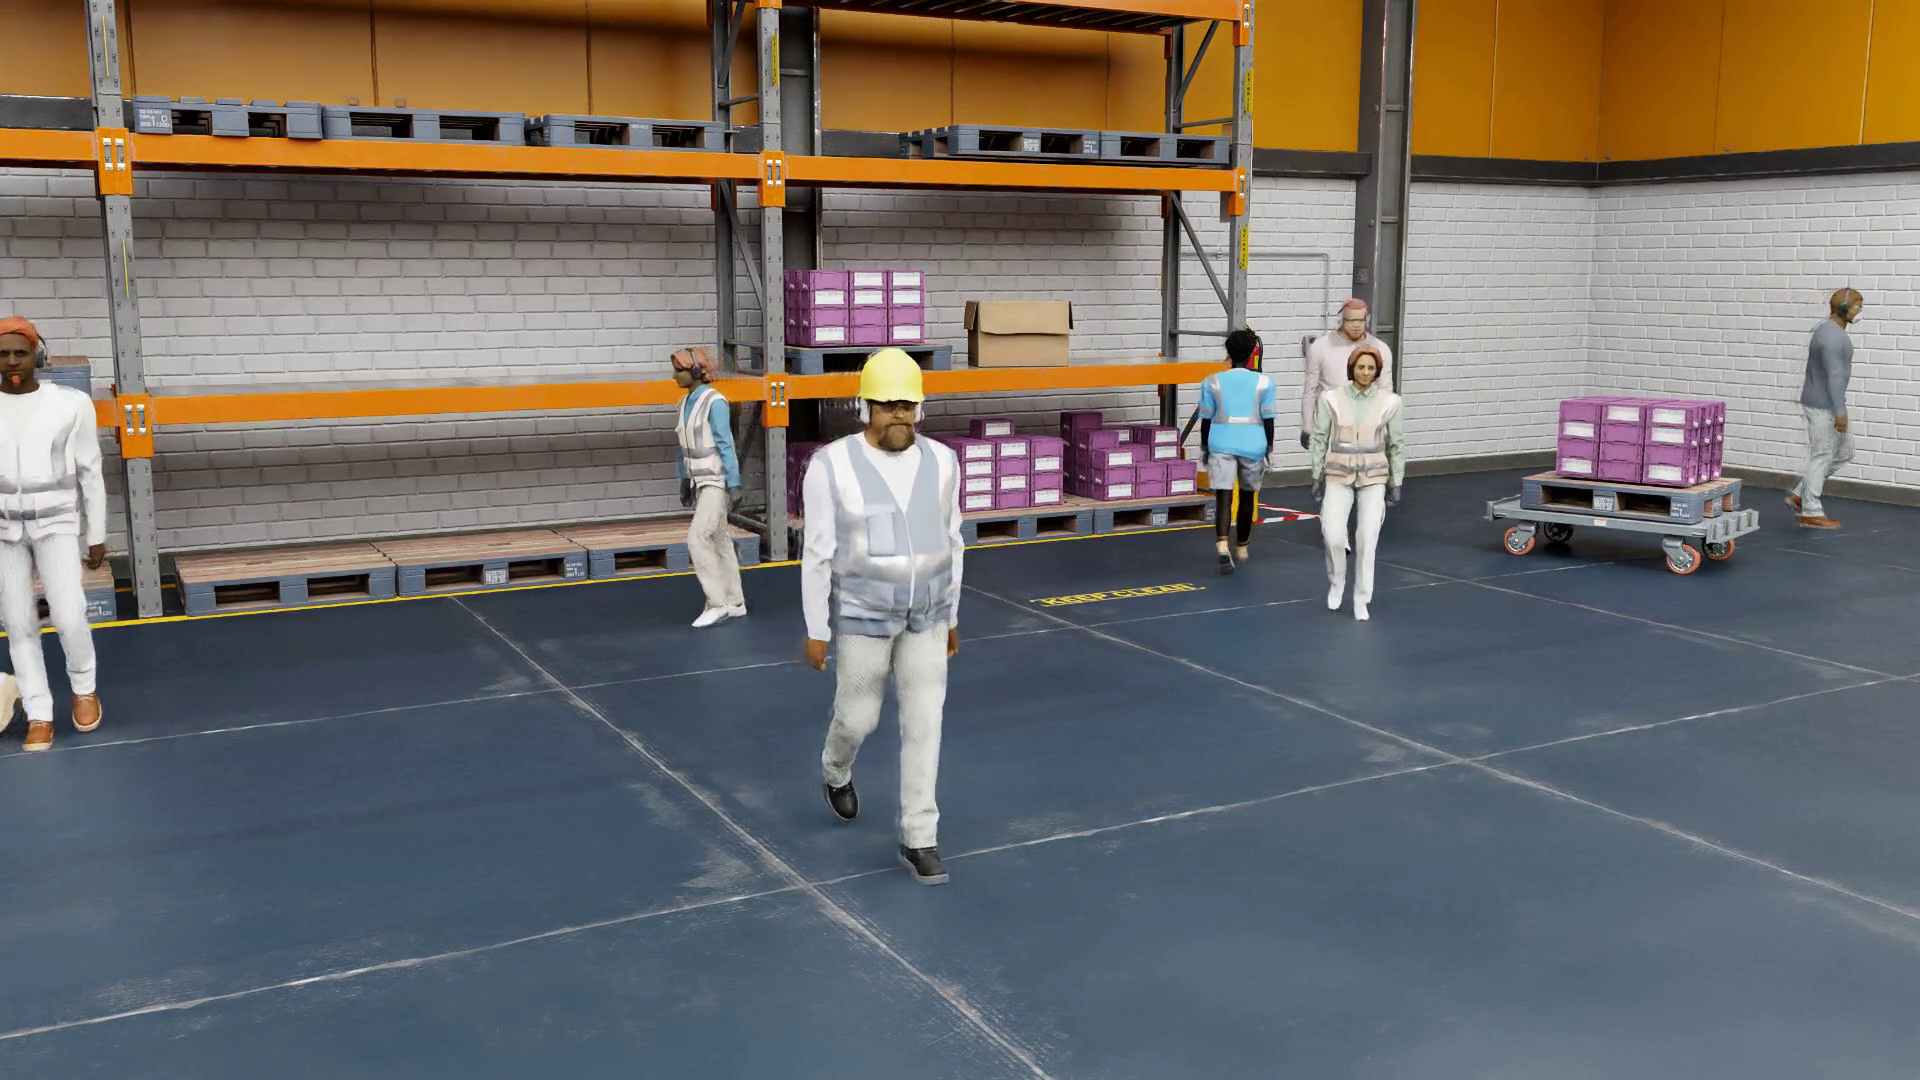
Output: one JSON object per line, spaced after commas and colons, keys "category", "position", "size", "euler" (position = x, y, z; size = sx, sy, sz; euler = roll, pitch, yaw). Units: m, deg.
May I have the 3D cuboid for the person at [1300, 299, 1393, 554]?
{"category": "person", "position": [2.864, -0.856, 12.318], "size": [0.649, 1.852, 1.033], "euler": [0, 9, 0]}

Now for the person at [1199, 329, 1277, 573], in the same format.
{"category": "person", "position": [1.900, -0.613, 11.416], "size": [0.534, 1.662, 0.848], "euler": [1, 9, 8]}

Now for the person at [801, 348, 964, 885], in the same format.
{"category": "person", "position": [-0.273, 0.230, 5.789], "size": [0.602, 1.807, 0.792], "euler": [-4, 10, -23]}

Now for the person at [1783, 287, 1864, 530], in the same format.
{"category": "person", "position": [6.869, -1.031, 13.128], "size": [0.435, 1.918, 0.623], "euler": [6, 11, 31]}

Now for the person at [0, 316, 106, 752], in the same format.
{"category": "person", "position": [-3.990, -0.018, 7.129], "size": [0.583, 1.870, 0.402], "euler": [-3, 10, -19]}

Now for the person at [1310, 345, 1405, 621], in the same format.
{"category": "person", "position": [2.330, -0.330, 9.744], "size": [0.537, 1.621, 0.363], "euler": [2, 10, 13]}

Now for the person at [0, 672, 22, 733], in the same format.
{"category": "person", "position": [-4.364, 0.047, 6.896], "size": [0.635, 1.814, 0.849], "euler": [7, 11, 36]}

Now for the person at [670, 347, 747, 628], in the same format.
{"category": "person", "position": [-1.463, -0.302, 9.604], "size": [0.532, 1.607, 0.530], "euler": [-6, 11, -31]}
